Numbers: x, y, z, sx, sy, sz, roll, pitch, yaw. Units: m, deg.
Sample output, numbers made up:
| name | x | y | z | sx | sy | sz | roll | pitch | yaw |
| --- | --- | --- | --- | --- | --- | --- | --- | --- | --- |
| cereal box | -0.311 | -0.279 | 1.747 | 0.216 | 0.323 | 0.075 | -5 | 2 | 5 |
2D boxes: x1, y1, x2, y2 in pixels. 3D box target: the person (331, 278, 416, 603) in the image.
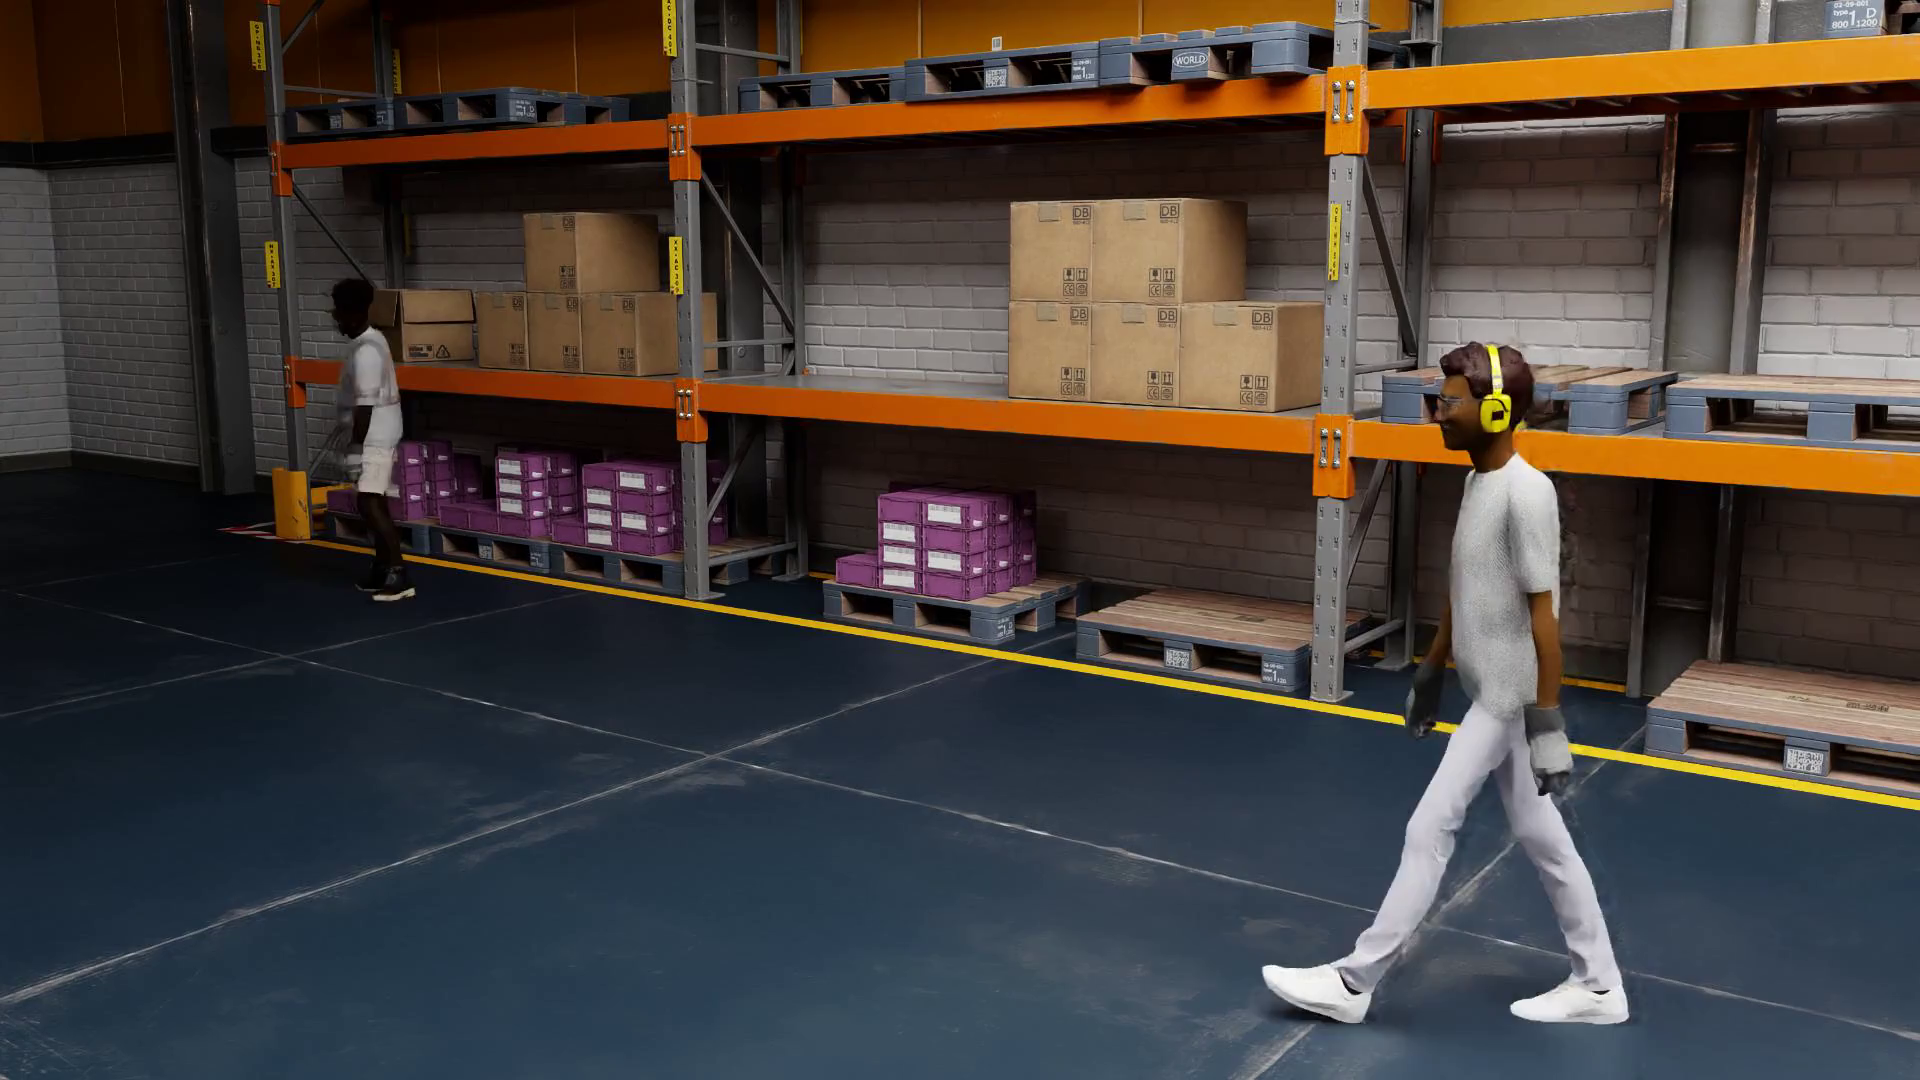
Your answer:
| name | x | y | z | sx | sy | sz | roll | pitch | yaw |
| --- | --- | --- | --- | --- | --- | --- | --- | --- | --- |
| person | -3.508 | -0.591 | 9.925 | 0.397 | 1.926 | 0.718 | -2 | 10 | -13 |

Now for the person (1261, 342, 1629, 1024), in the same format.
| name | x | y | z | sx | sy | sz | roll | pitch | yaw |
| --- | --- | --- | --- | --- | --- | --- | --- | --- | --- |
| person | 1.330 | 0.401 | 4.330 | 0.992 | 1.815 | 0.543 | 1 | 10 | 8 |
